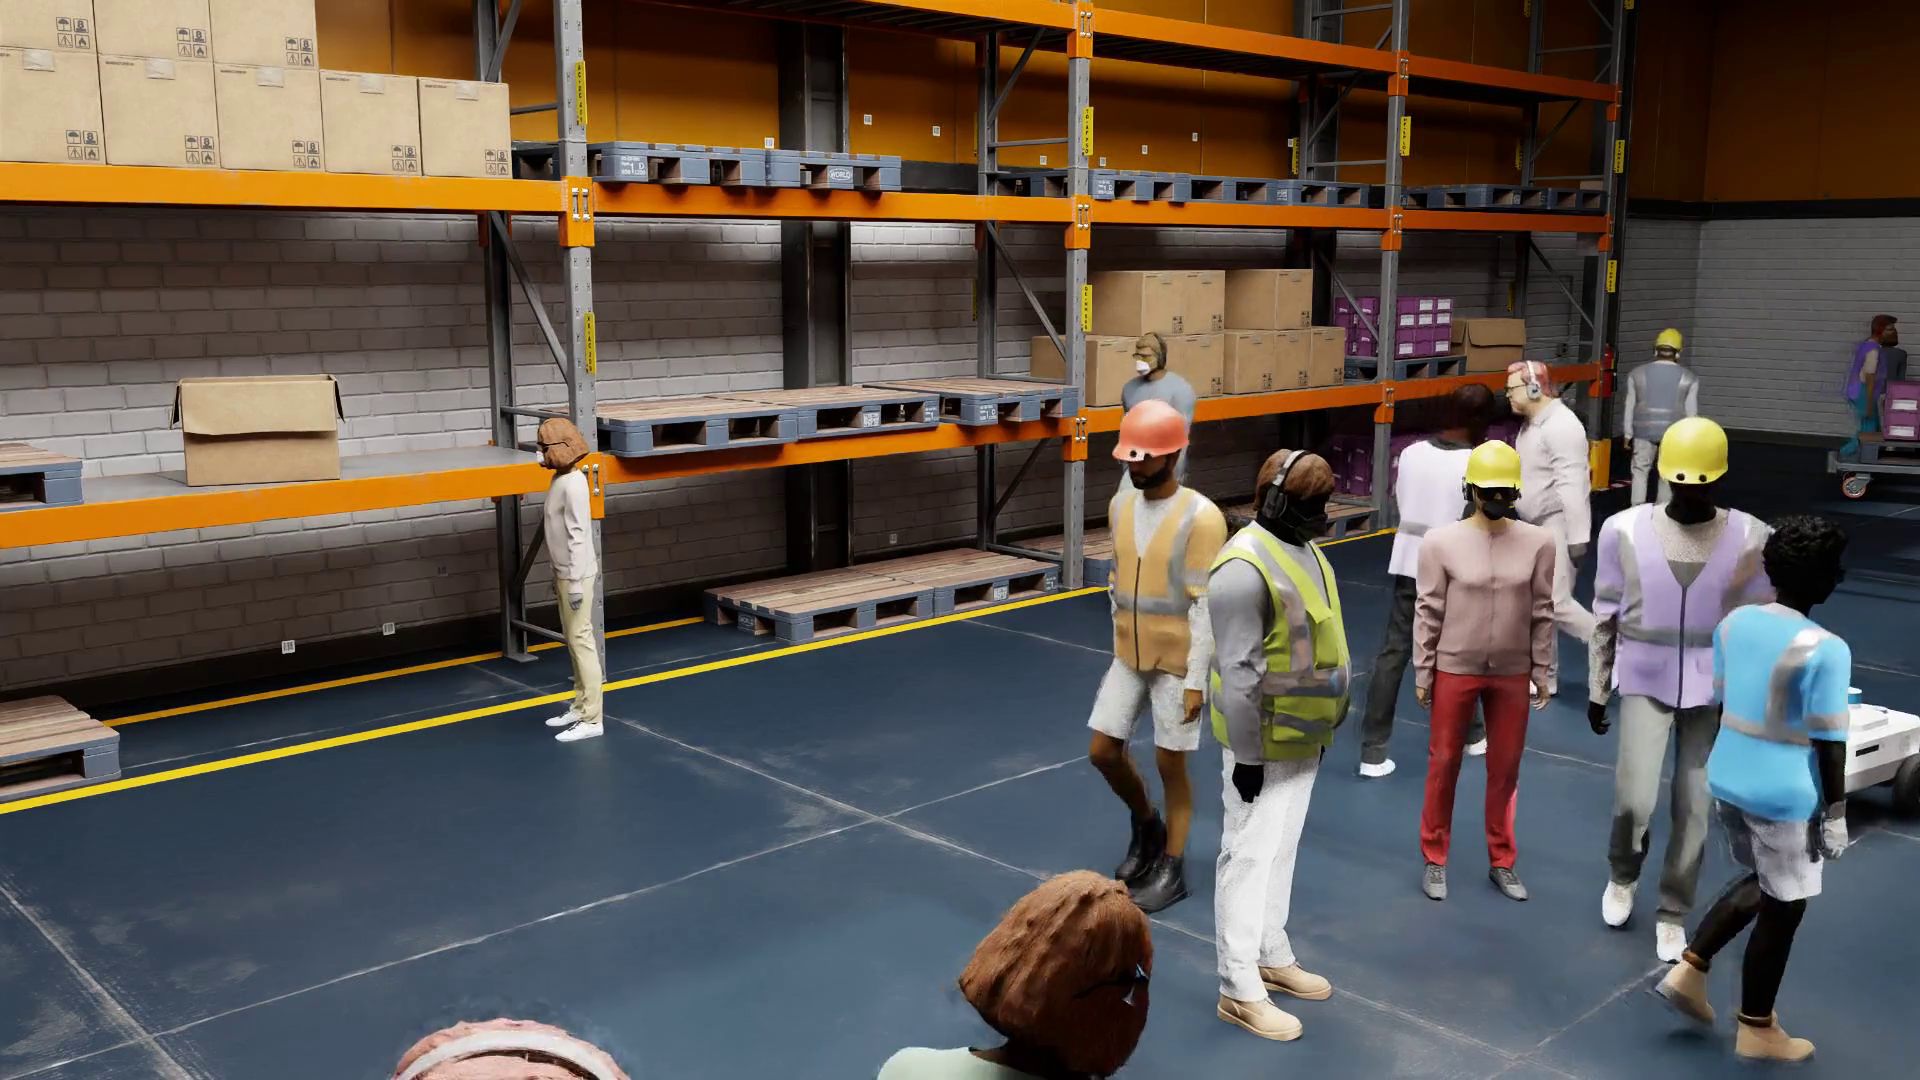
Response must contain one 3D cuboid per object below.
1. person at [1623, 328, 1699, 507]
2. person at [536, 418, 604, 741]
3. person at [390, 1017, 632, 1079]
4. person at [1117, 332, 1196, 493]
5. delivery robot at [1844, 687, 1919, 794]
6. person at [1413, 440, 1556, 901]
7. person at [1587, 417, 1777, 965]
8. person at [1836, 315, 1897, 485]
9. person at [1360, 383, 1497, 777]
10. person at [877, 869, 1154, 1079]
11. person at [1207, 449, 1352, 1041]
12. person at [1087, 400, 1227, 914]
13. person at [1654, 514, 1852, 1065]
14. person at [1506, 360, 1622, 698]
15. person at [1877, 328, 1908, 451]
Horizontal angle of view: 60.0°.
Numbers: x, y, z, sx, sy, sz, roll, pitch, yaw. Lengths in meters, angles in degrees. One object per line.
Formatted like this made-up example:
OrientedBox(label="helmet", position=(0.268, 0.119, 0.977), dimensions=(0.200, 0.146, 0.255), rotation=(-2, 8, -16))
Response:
OrientedBox(label="person", position=(6.050, -0.921, 14.382), dimensions=(0.604, 1.816, 0.651), rotation=(5, 11, 25))
OrientedBox(label="person", position=(-1.977, 0.194, 8.420), dimensions=(0.275, 1.629, 0.500), rotation=(-4, 10, -20))
OrientedBox(label="person", position=(-0.289, 1.287, 1.278), dimensions=(0.648, 1.887, 0.657), rotation=(-3, 10, -18))
OrientedBox(label="person", position=(1.280, -0.418, 11.111), dimensions=(0.454, 1.930, 0.651), rotation=(-9, 13, -43))
OrientedBox(label="delivery robot", position=(3.846, 0.884, 7.234), dimensions=(0.707, 0.478, 0.477), rotation=(-6, 11, -32))
OrientedBox(label="person", position=(1.964, 0.499, 6.250), dimensions=(0.522, 1.762, 0.333), rotation=(0, 10, 0))
OrientedBox(label="person", position=(2.461, 0.519, 5.706), dimensions=(0.579, 1.904, 0.457), rotation=(4, 10, 20))
OrientedBox(label="person", position=(9.610, -1.482, 17.648), dimensions=(0.450, 1.818, 0.611), rotation=(4, 11, 24))
OrientedBox(label="person", position=(2.277, 0.182, 7.833), dimensions=(1.049, 1.846, 0.604), rotation=(-8, 12, -39))
OrientedBox(label="person", position=(0.124, 1.236, 2.393), dimensions=(0.515, 1.603, 0.660), rotation=(5, 11, 28))
OrientedBox(label="person", position=(1.017, 0.626, 5.279), dimensions=(0.429, 1.837, 0.621), rotation=(6, 11, 30))
OrientedBox(label="person", position=(0.714, 0.441, 6.132), dimensions=(0.410, 1.915, 0.547), rotation=(-9, 14, -44))
OrientedBox(label="person", position=(2.435, 0.757, 4.965), dimensions=(0.355, 1.687, 0.535), rotation=(-1, 10, -6))
OrientedBox(label="person", position=(3.279, -0.042, 9.072), dimensions=(0.629, 1.874, 0.679), rotation=(0, 10, 2))
OrientedBox(label="person", position=(10.745, -1.682, 19.375), dimensions=(0.499, 1.633, 0.286), rotation=(-1, 10, -5))
